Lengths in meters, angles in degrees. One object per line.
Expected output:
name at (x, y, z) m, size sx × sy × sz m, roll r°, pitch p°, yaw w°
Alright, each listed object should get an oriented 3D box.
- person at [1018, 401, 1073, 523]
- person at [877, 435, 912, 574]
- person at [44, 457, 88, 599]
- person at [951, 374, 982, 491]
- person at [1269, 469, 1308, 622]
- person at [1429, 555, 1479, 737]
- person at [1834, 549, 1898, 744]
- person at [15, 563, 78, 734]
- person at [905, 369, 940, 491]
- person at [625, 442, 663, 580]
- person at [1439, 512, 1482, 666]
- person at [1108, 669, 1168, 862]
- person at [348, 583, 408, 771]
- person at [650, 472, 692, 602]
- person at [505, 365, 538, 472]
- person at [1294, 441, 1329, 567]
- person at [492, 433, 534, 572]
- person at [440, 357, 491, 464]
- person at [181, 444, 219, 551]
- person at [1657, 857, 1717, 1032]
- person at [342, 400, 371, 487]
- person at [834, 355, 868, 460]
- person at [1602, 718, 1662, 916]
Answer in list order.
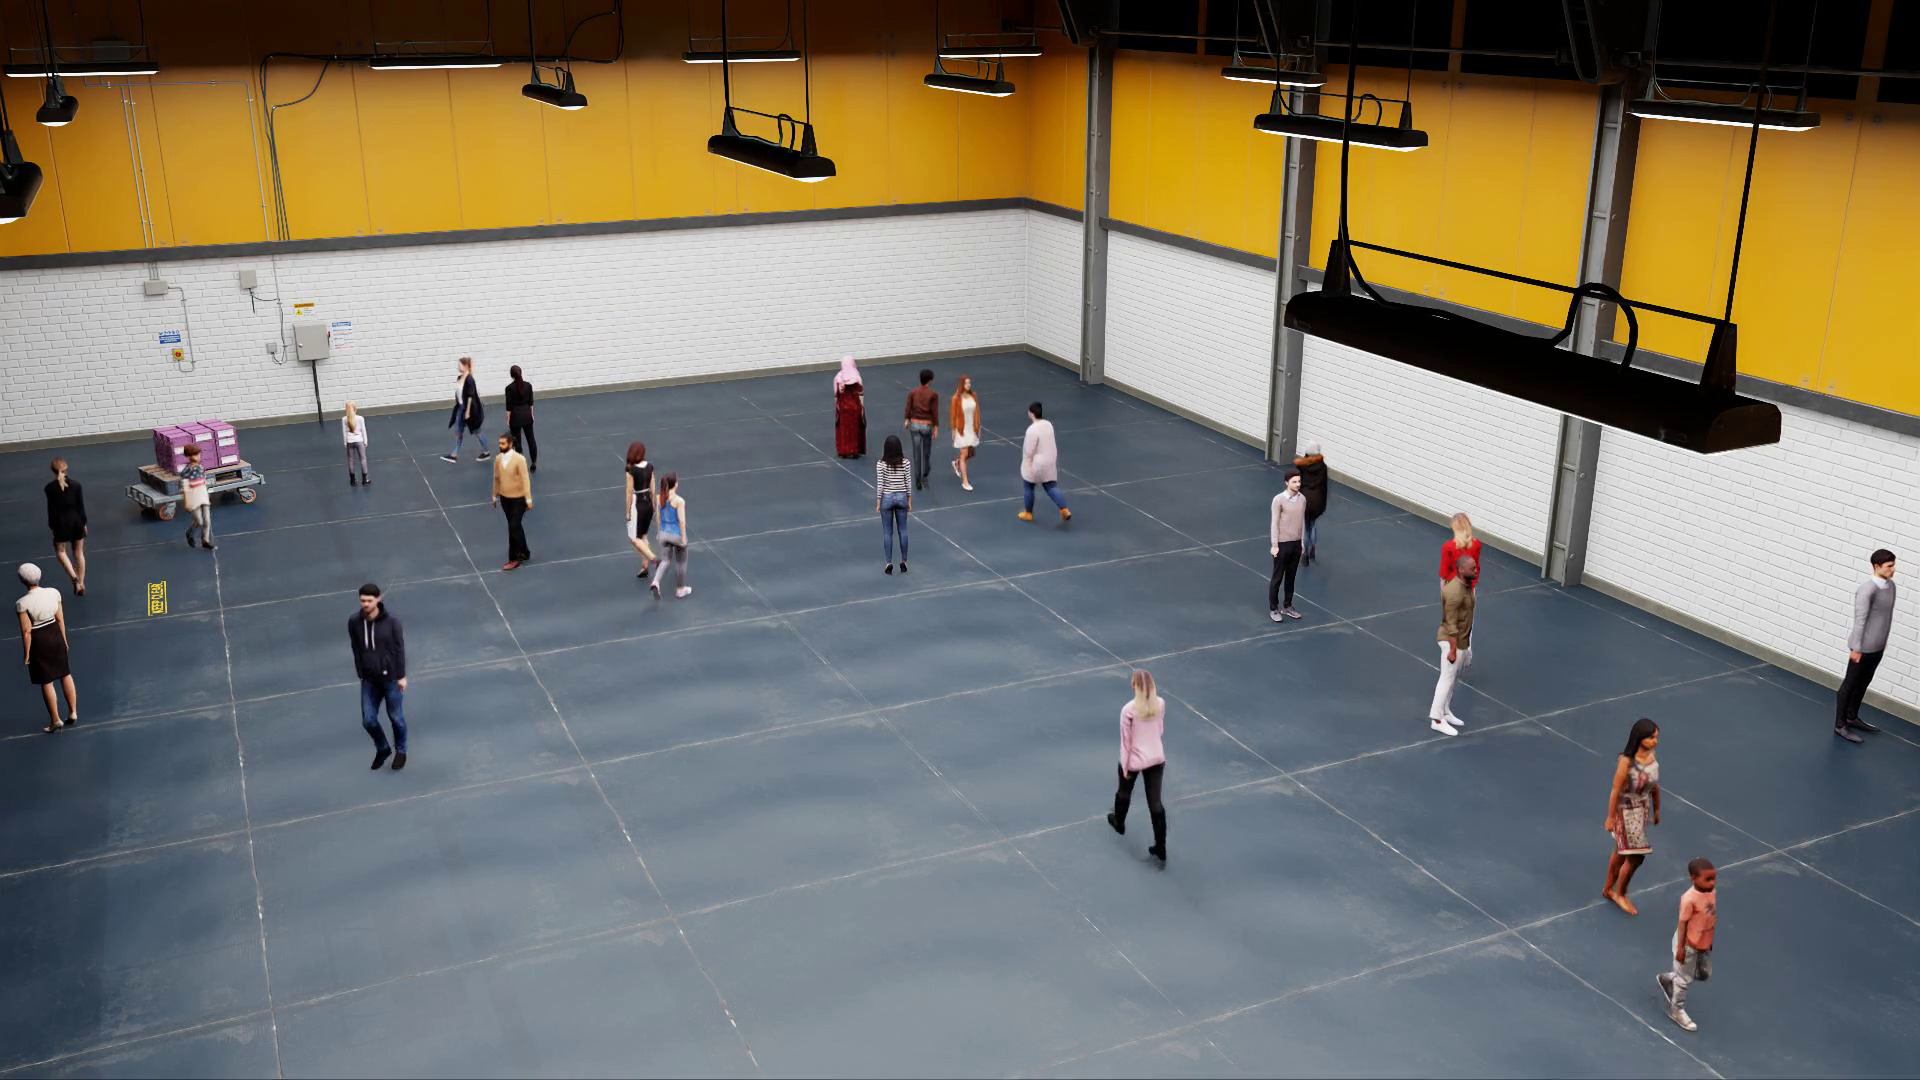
person at (1.162, -1.034, 22.701) m, size 0.877 × 1.713 × 1.140 m, roll -13°, pitch 23°, yaw -34°
person at (-0.824, -0.443, 20.817) m, size 0.631 × 1.796 × 0.563 m, roll -3°, pitch 19°, yaw -10°
person at (-10.644, -0.105, 19.891) m, size 0.690 × 1.747 × 0.776 m, roll -16°, pitch 24°, yaw -39°
person at (0.037, -1.617, 24.451) m, size 0.705 × 1.703 × 0.947 m, roll -12°, pitch 22°, yaw -31°
person at (3.820, 0.036, 19.373) m, size 0.611 × 1.810 × 0.530 m, roll -8°, pitch 20°, yaw -23°
person at (4.899, 1.006, 16.470) m, size 0.803 × 1.825 × 0.798 m, roll 10°, pitch 21°, yaw 27°
person at (8.909, 0.999, 16.336) m, size 0.777 × 1.923 × 0.693 m, roll -13°, pitch 22°, yaw -33°
person at (-9.006, 1.066, 16.404) m, size 0.722 × 1.753 × 0.705 m, roll 10°, pitch 21°, yaw 28°
person at (-0.563, -1.578, 24.295) m, size 0.997 × 1.728 × 1.176 m, roll 0°, pitch 19°, yaw 1°
person at (-3.878, -0.315, 20.461) m, size 0.919 × 1.782 × 0.795 m, roll 15°, pitch 24°, yaw 37°
person at (5.437, 0.559, 18.017) m, size 0.855 × 1.685 × 1.066 m, roll -1°, pitch 19°, yaw -2°
person at (1.590, 1.913, 14.055) m, size 0.682 × 1.647 × 1.122 m, roll -6°, pitch 20°, yaw -18°
person at (-5.402, 1.250, 15.667) m, size 0.789 × 1.875 × 0.790 m, roll 0°, pitch 19°, yaw -1°
person at (-3.481, -0.008, 19.849) m, size 0.946 × 1.590 × 0.976 m, roll 8°, pitch 20°, yaw 24°
person at (-6.637, -1.822, 25.125) m, size 0.660 × 1.660 × 0.634 m, roll -16°, pitch 24°, yaw -39°
person at (4.447, -0.448, 21.099) m, size 0.661 × 1.625 × 0.655 m, roll -4°, pitch 19°, yaw -12°
person at (-5.620, -0.529, 21.165) m, size 0.960 × 1.736 × 0.989 m, roll 11°, pitch 21°, yaw 29°
person at (-7.499, -1.995, 25.654) m, size 1.035 × 1.650 × 0.915 m, roll 17°, pitch 25°, yaw 41°
person at (-10.015, -0.557, 21.726) m, size 0.759 × 1.433 × 0.697 m, roll 8°, pitch 20°, yaw 22°
person at (5.184, 2.830, 11.874) m, size 0.498 × 1.301 × 0.640 m, roll -9°, pitch 21°, yaw -26°
person at (-8.955, -1.442, 24.595) m, size 0.525 × 1.277 × 0.550 m, roll -4°, pitch 19°, yaw -10°
person at (-1.716, -2.076, 25.917) m, size 0.769 × 1.635 × 0.801 m, roll 4°, pitch 19°, yaw 11°
person at (5.308, 2.160, 13.341) m, size 0.689 × 1.635 × 0.729 m, roll -12°, pitch 22°, yaw -31°
